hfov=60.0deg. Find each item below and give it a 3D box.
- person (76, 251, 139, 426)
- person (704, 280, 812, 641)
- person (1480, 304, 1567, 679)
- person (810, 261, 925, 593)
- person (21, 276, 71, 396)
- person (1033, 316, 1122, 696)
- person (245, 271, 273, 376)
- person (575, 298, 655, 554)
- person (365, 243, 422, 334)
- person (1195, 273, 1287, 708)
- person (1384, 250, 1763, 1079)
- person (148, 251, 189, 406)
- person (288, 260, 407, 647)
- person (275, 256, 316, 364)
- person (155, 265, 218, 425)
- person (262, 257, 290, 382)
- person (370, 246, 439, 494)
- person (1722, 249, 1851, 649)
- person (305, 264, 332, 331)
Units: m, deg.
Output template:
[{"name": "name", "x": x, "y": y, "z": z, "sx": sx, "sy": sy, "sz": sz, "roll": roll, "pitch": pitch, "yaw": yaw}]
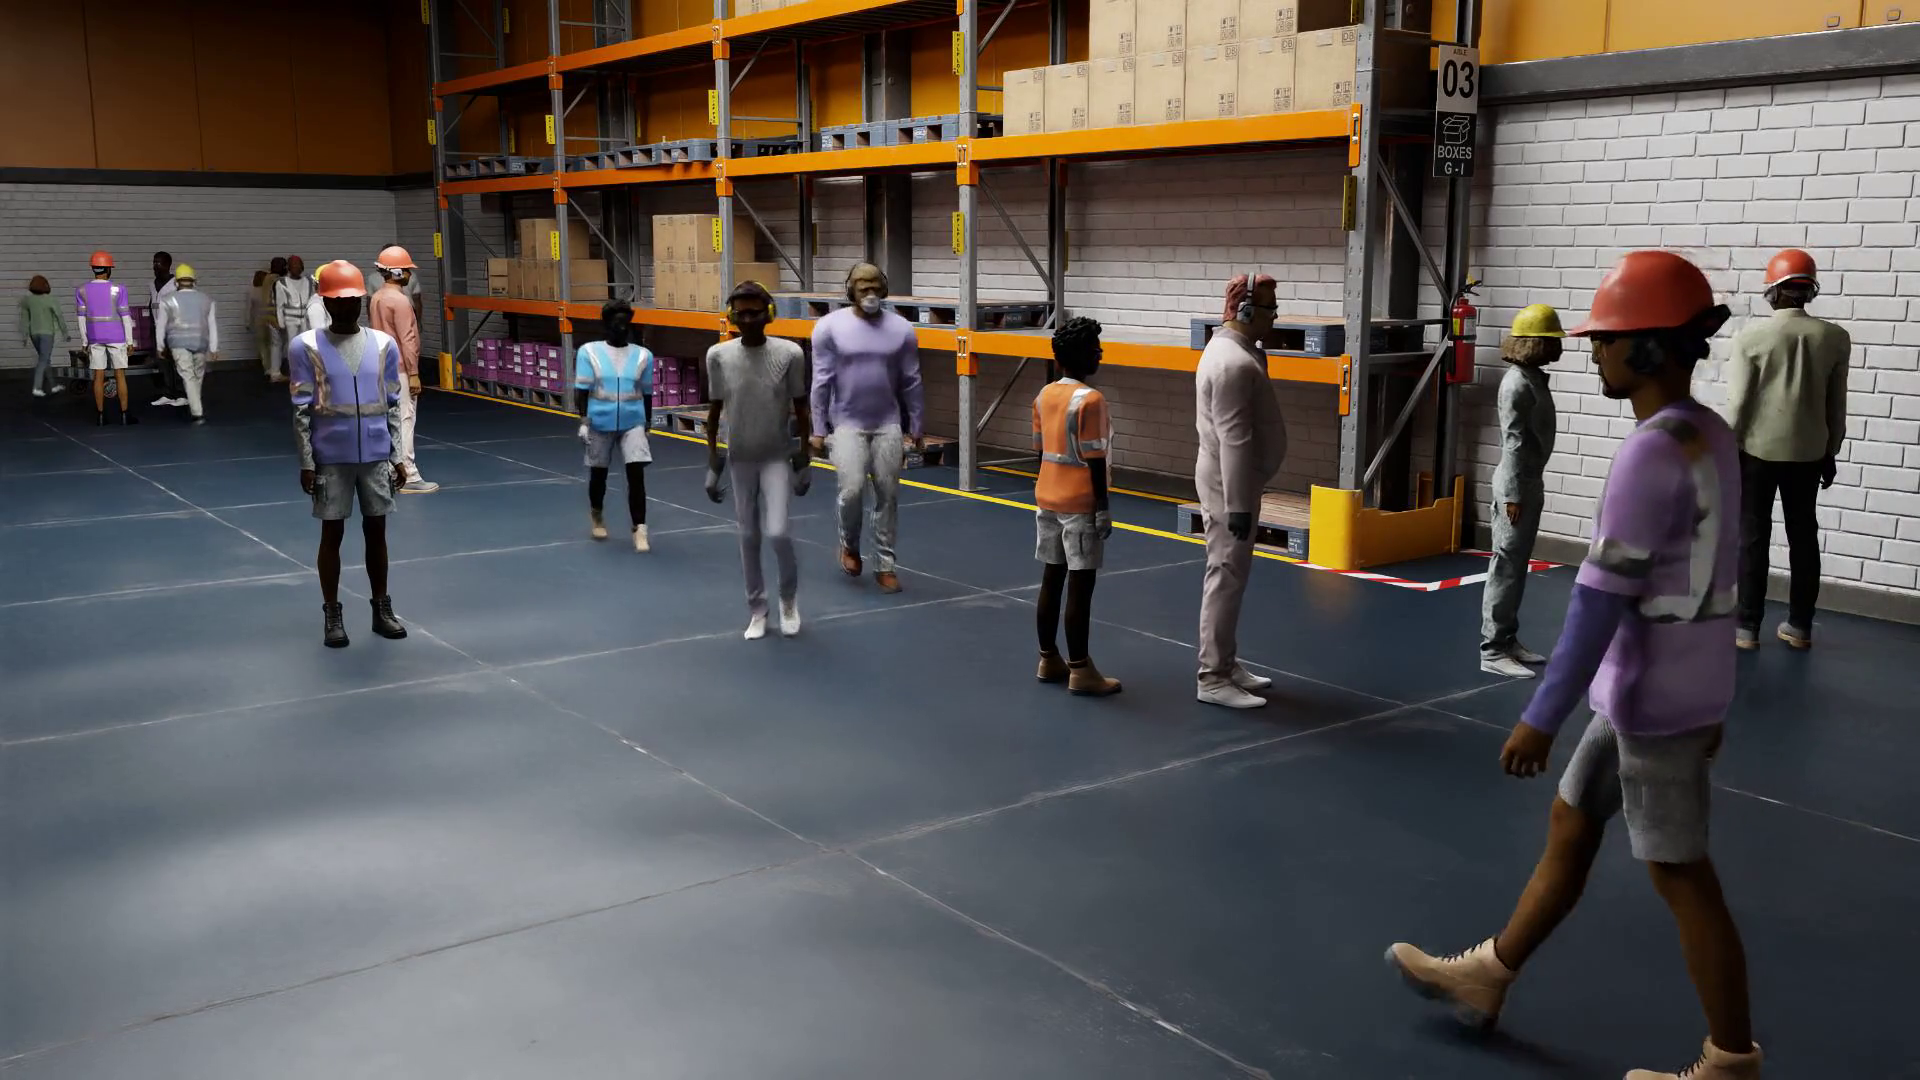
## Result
[{"name": "person", "x": -9.475, "y": -2.233, "z": 18.487, "sx": 0.553, "sy": 1.935, "sz": 0.364, "roll": -2, "pitch": 10, "yaw": -9}, {"name": "person", "x": -1.017, "y": -0.389, "z": 8.436, "sx": 0.514, "sy": 1.842, "sz": 0.452, "roll": 1, "pitch": 10, "yaw": 6}, {"name": "person", "x": 2.666, "y": -0.234, "z": 7.832, "sx": 0.308, "sy": 1.743, "sz": 0.494, "roll": 6, "pitch": 12, "yaw": 29}, {"name": "person", "x": -0.532, "y": -0.647, "z": 9.658, "sx": 0.691, "sy": 1.919, "sz": 0.491, "roll": -3, "pitch": 11, "yaw": -17}, {"name": "person", "x": -12.223, "y": -2.719, "z": 22.182, "sx": 0.505, "sy": 1.591, "sz": 0.844, "roll": 1, "pitch": 10, "yaw": 6}, {"name": "person", "x": 0.518, "y": -0.153, "z": 7.509, "sx": 0.319, "sy": 1.697, "sz": 0.533, "roll": -5, "pitch": 11, "yaw": -27}, {"name": "person", "x": -10.684, "y": -3.325, "z": 25.536, "sx": 0.521, "sy": 1.603, "sz": 0.703, "roll": -6, "pitch": 12, "yaw": -29}, {"name": "person", "x": -2.287, "y": -0.776, "z": 11.059, "sx": 0.534, "sy": 1.672, "sz": 0.783, "roll": -3, "pitch": 11, "yaw": -18}, {"name": "person", "x": -7.630, "y": -2.986, "z": 22.416, "sx": 0.712, "sy": 2.000, "sz": 0.535, "roll": -4, "pitch": 11, "yaw": -23}, {"name": "person", "x": 1.226, "y": -0.214, "z": 7.307, "sx": 0.399, "sy": 1.897, "sz": 0.647, "roll": 1, "pitch": 10, "yaw": 8}, {"name": "person", "x": 1.478, "y": 0.342, "z": 3.906, "sx": 1.003, "sy": 1.999, "sz": 0.613, "roll": 6, "pitch": 12, "yaw": 30}, {"name": "person", "x": -9.884, "y": -2.635, "z": 20.787, "sx": 0.592, "sy": 1.922, "sz": 0.392, "roll": 4, "pitch": 11, "yaw": 23}, {"name": "person", "x": -3.071, "y": -0.435, "z": 8.414, "sx": 0.548, "sy": 1.938, "sz": 0.358, "roll": -7, "pitch": 13, "yaw": -36}, {"name": "person", "x": -9.176, "y": -3.010, "z": 23.121, "sx": 0.596, "sy": 1.828, "sz": 0.978, "roll": -8, "pitch": 13, "yaw": -37}, {"name": "person", "x": -8.676, "y": -2.187, "z": 18.675, "sx": 0.599, "sy": 1.789, "sz": 0.924, "roll": -9, "pitch": 14, "yaw": -42}, {"name": "person", "x": -9.835, "y": -3.209, "z": 24.282, "sx": 0.612, "sy": 1.811, "sz": 0.667, "roll": -8, "pitch": 13, "yaw": -39}, {"name": "person", "x": -4.550, "y": -1.373, "z": 13.507, "sx": 0.377, "sy": 1.995, "sz": 0.608, "roll": -9, "pitch": 14, "yaw": -42}, {"name": "person", "x": 4.093, "y": -0.448, "z": 8.326, "sx": 0.623, "sy": 1.992, "sz": 0.397, "roll": 0, "pitch": 10, "yaw": -2}, {"name": "person", "x": -5.986, "y": -1.699, "z": 15.816, "sx": 0.403, "sy": 1.824, "sz": 0.586, "roll": -2, "pitch": 10, "yaw": -12}]
